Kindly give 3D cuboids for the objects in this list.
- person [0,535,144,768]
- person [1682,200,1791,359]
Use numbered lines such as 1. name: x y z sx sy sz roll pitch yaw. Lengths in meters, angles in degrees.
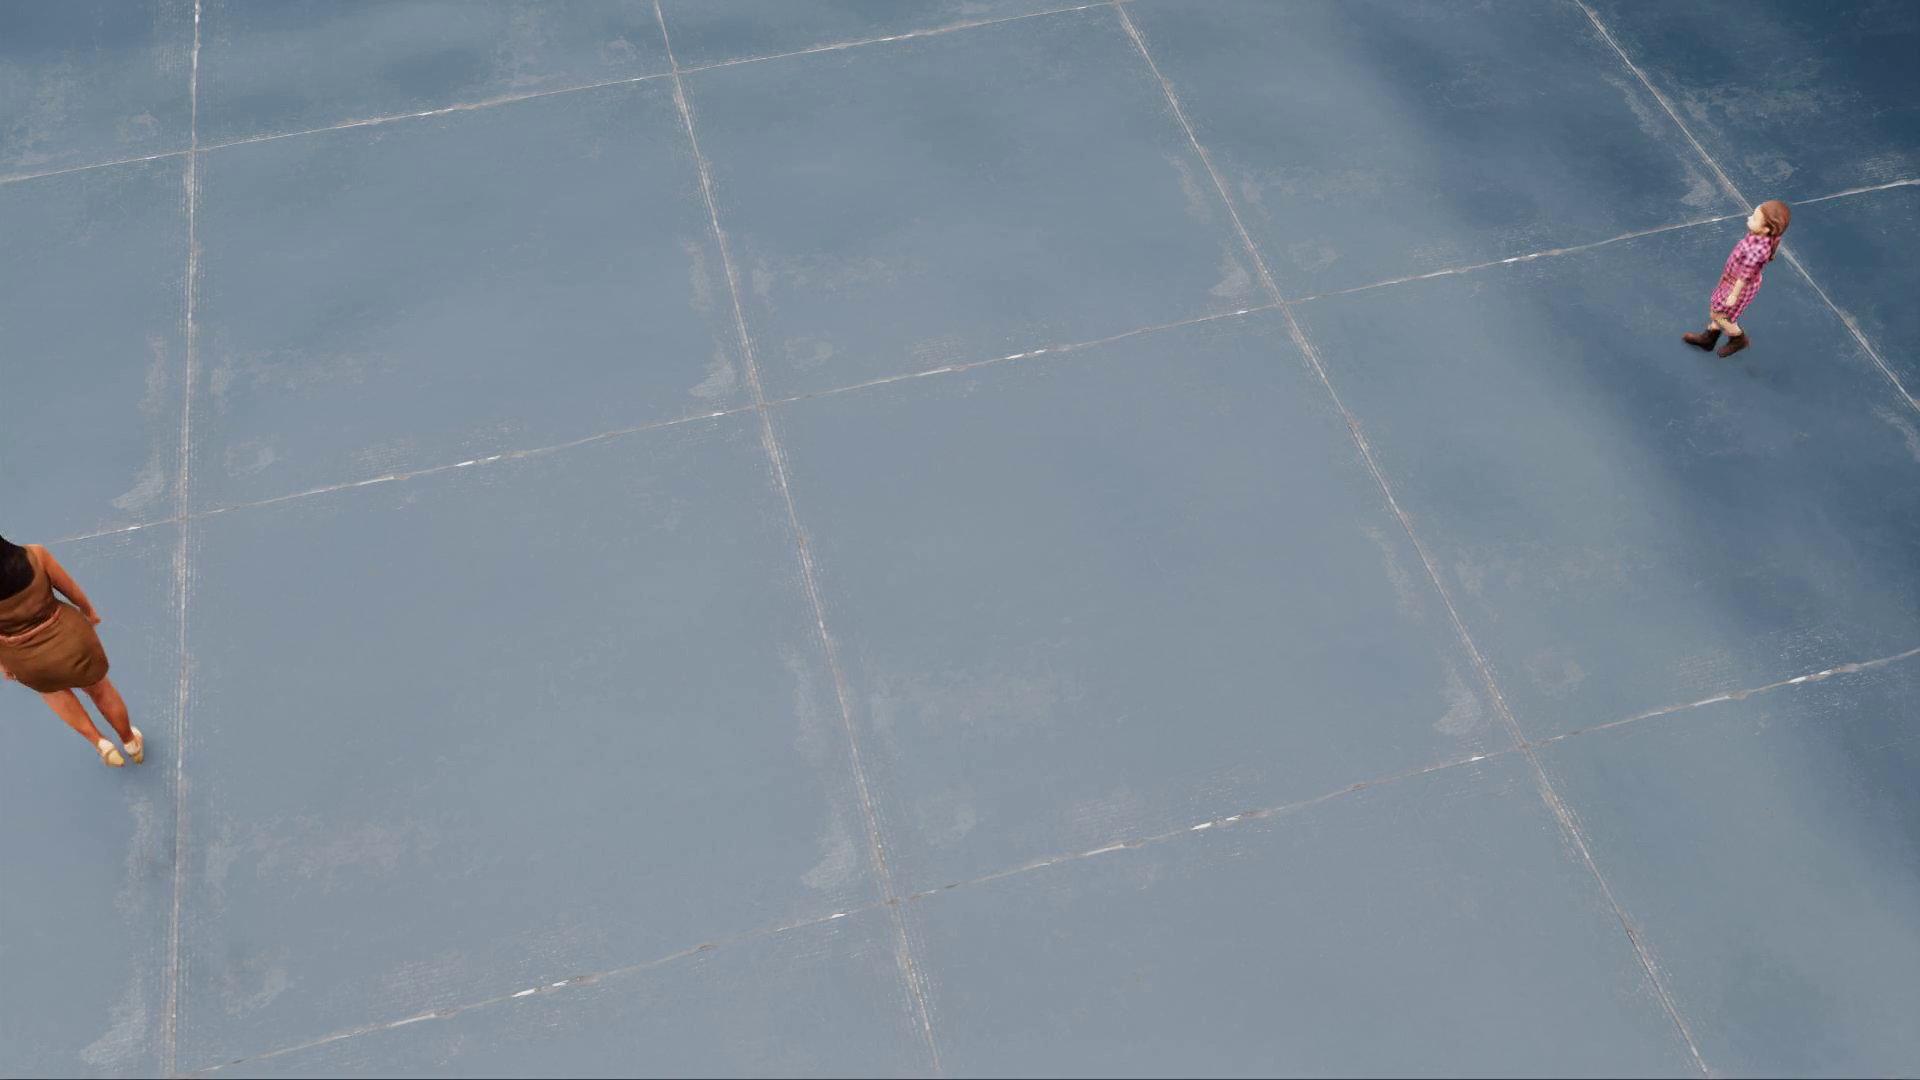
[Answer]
1. person: -3.782 0.498 6.954 0.691 1.674 0.739 -31 58 -22
2. person: 4.171 -1.354 8.806 0.629 1.013 0.574 21 55 16
